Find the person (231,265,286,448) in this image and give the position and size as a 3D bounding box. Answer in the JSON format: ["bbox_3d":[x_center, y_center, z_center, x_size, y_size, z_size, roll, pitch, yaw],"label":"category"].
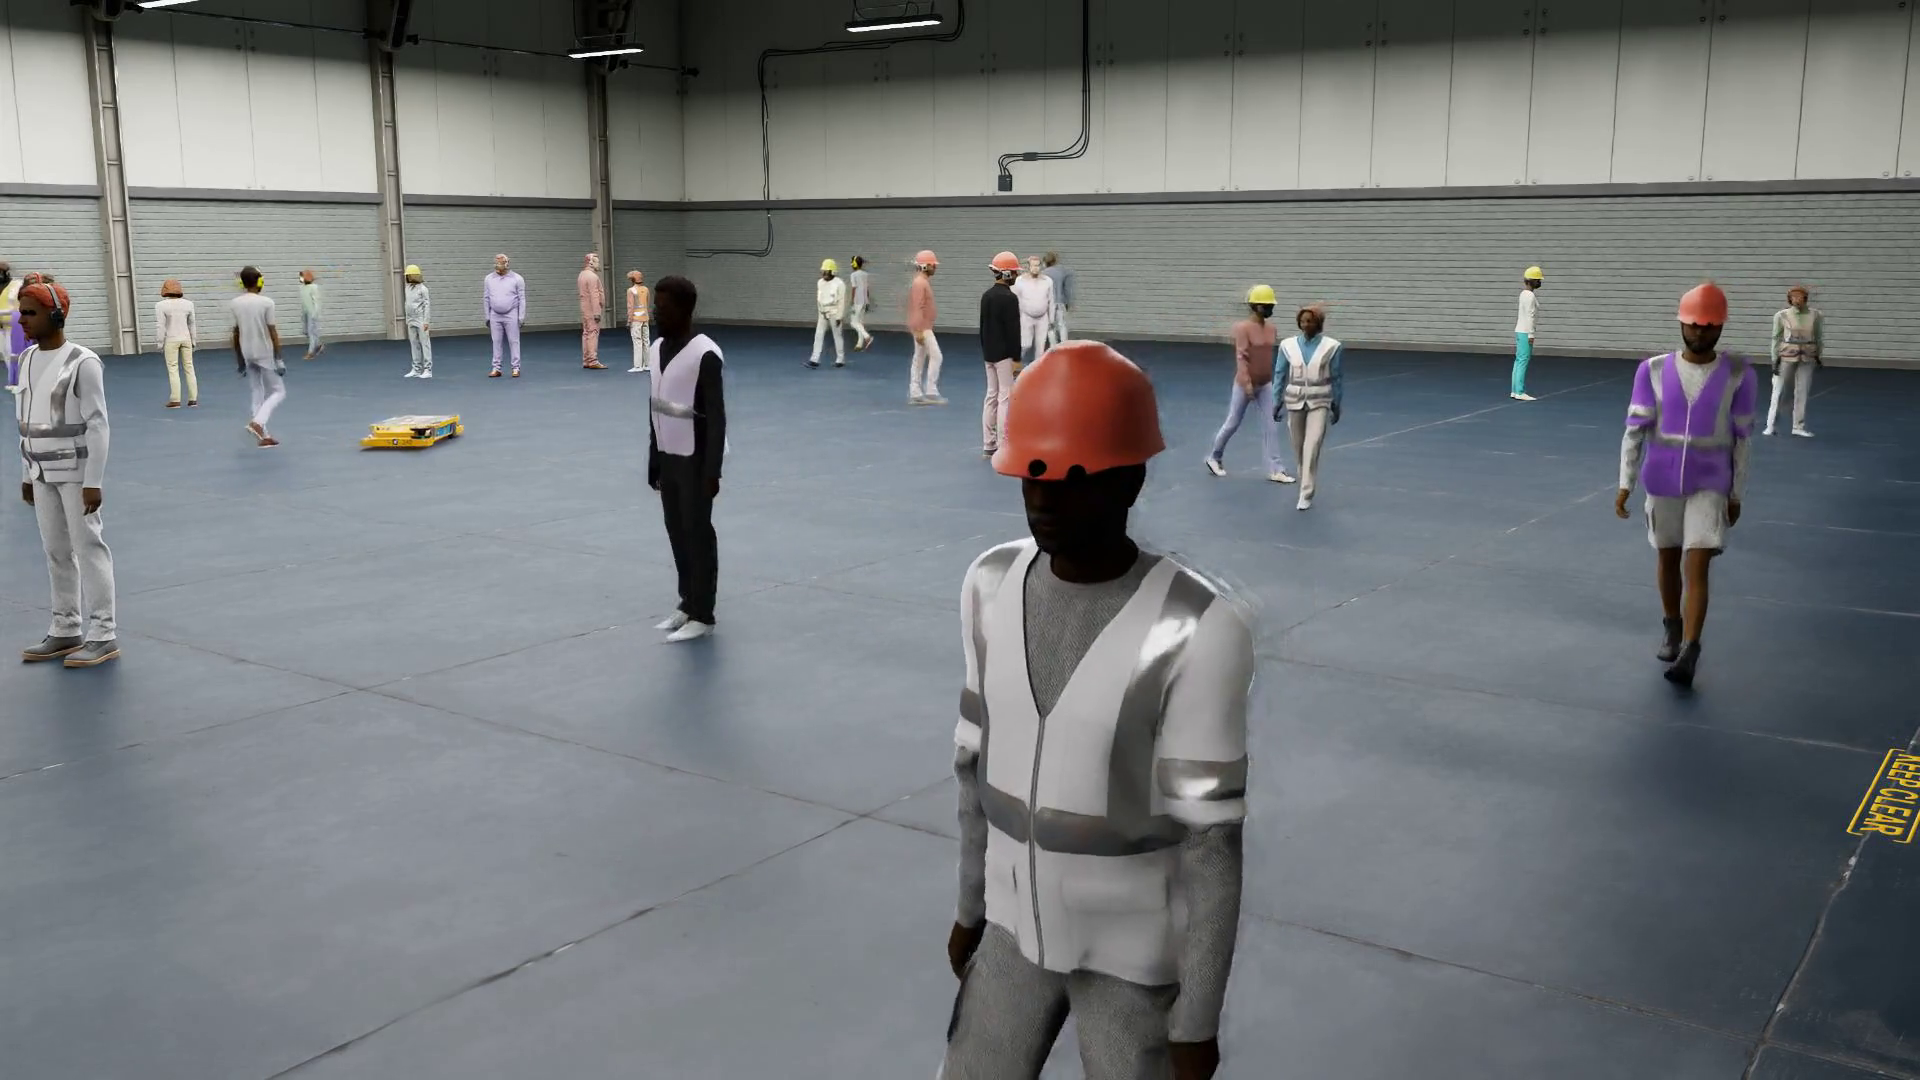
[{"bbox_3d":[-7.090,-1.838,16.794,0.557,1.855,0.487,2,10,14],"label":"person"}]

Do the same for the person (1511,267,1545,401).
[{"bbox_3d":[7.547,-2.734,22.073,0.328,1.767,0.532,1,10,8],"label":"person"}]

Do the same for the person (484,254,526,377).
[{"bbox_3d":[-7.070,-3.468,25.805,0.643,1.905,0.400,1,10,3],"label":"person"}]

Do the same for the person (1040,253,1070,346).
[{"bbox_3d":[1.756,-4.318,30.589,0.765,1.908,0.347,-6,12,-31],"label":"person"}]

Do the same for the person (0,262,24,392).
[{"bbox_3d":[-13.402,-2.965,23.256,0.630,1.816,0.815,0,10,3],"label":"person"}]

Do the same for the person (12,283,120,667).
[{"bbox_3d":[-4.428,-0.315,8.199,0.573,1.883,0.356,5,11,26],"label":"person"}]

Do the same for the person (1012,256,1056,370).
[{"bbox_3d":[1.113,-3.324,25.041,0.651,1.893,0.443,-3,10,-14],"label":"person"}]

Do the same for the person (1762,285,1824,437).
[{"bbox_3d":[8.974,-1.910,17.869,0.563,1.625,0.322,1,10,6],"label":"person"}]

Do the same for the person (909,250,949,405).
[{"bbox_3d":[-0.354,-2.714,21.356,0.672,1.975,0.646,0,10,1],"label":"person"}]

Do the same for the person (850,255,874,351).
[{"bbox_3d":[-1.883,-4.526,31.883,0.553,1.849,0.529,7,12,35],"label":"person"}]

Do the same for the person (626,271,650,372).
[{"bbox_3d":[-5.192,-3.522,26.849,0.309,1.638,0.513,5,11,26],"label":"person"}]

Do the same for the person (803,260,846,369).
[{"bbox_3d":[-2.214,-3.691,27.340,0.619,1.794,0.848,8,13,37],"label":"person"}]

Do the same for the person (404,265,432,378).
[{"bbox_3d":[-8.409,-3.378,25.739,0.487,1.744,0.312,6,12,31],"label":"person"}]

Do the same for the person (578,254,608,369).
[{"bbox_3d":[-6.069,-3.776,27.523,0.403,1.904,0.652,-6,12,-29],"label":"person"}]

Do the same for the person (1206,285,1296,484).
[{"bbox_3d":[2.560,-1.383,14.625,0.519,1.722,0.923,-7,12,-33],"label":"person"}]

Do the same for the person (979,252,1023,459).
[{"bbox_3d":[0.416,-1.745,15.888,0.382,1.993,0.622,-5,11,-28],"label":"person"}]

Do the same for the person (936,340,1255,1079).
[{"bbox_3d":[0.195,0.639,2.711,0.595,1.927,0.465,8,13,39],"label":"person"}]

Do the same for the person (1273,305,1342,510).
[{"bbox_3d":[2.775,-1.078,13.258,0.526,1.606,0.809,4,11,22],"label":"person"}]

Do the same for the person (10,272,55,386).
[{"bbox_3d":[-7.421,-1.227,13.415,0.572,1.840,0.373,8,13,37],"label":"person"}]

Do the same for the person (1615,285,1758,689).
[{"bbox_3d":[3.469,-0.269,7.963,0.559,1.880,1.017,6,12,30],"label":"person"}]

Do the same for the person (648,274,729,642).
[{"bbox_3d":[-1.437,-0.435,8.786,0.381,1.922,0.594,-8,13,-39],"label":"person"}]

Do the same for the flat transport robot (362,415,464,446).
[{"bbox_3d":[-5.712,-1.156,17.424,0.652,0.197,1.431,0,10,-2],"label":"flat transport robot"}]

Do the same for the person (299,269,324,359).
[{"bbox_3d":[-11.764,-4.092,30.078,0.523,1.622,0.465,7,12,34],"label":"person"}]

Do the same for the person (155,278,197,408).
[{"bbox_3d":[-9.927,-2.491,21.082,0.275,1.632,0.507,7,13,36],"label":"person"}]
